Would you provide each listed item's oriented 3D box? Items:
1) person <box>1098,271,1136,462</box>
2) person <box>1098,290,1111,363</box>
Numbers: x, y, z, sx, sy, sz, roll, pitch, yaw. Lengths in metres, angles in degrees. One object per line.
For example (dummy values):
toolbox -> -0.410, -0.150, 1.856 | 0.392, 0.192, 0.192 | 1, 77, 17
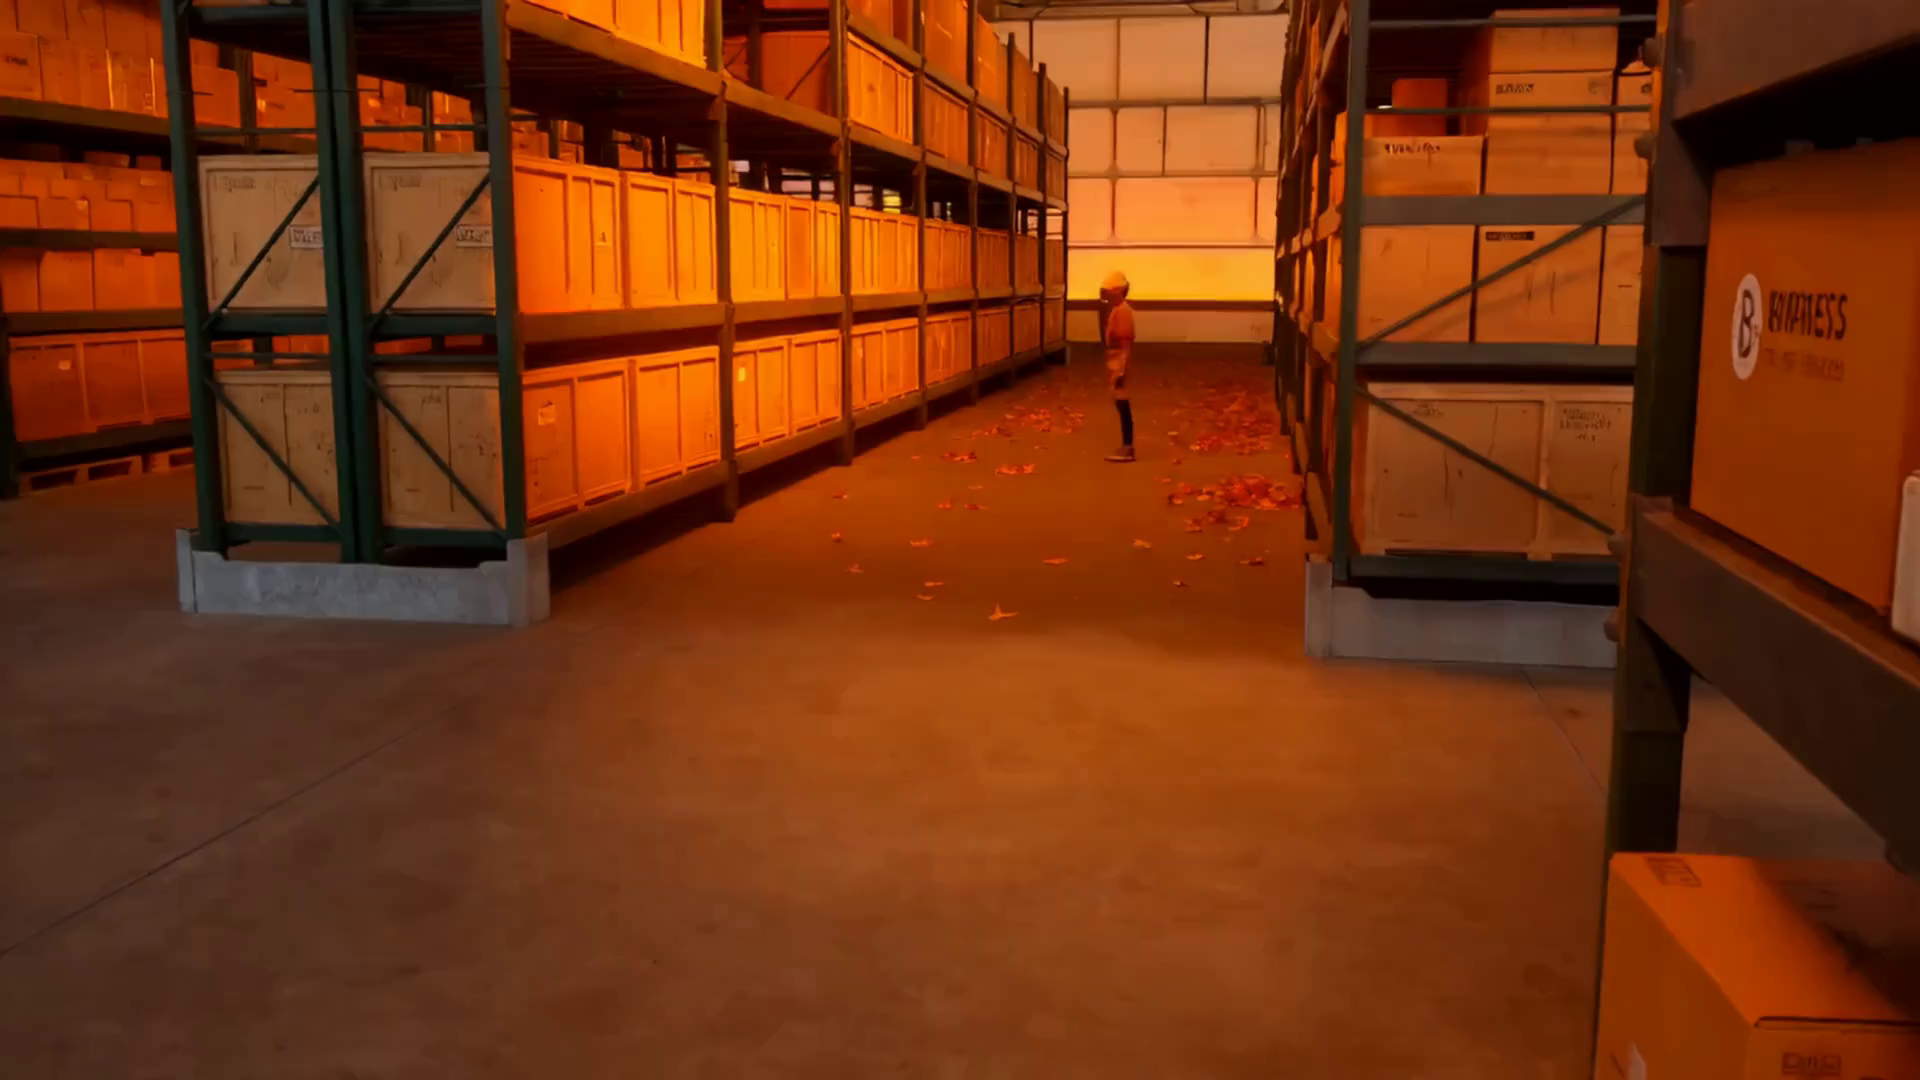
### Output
person -> 1.674, -1.837, 17.770 | 0.439, 2.029, 0.637 | 1, 9, 4
person -> 3.246, -4.774, 37.190 | 0.351, 1.624, 0.522 | 2, 9, 12
